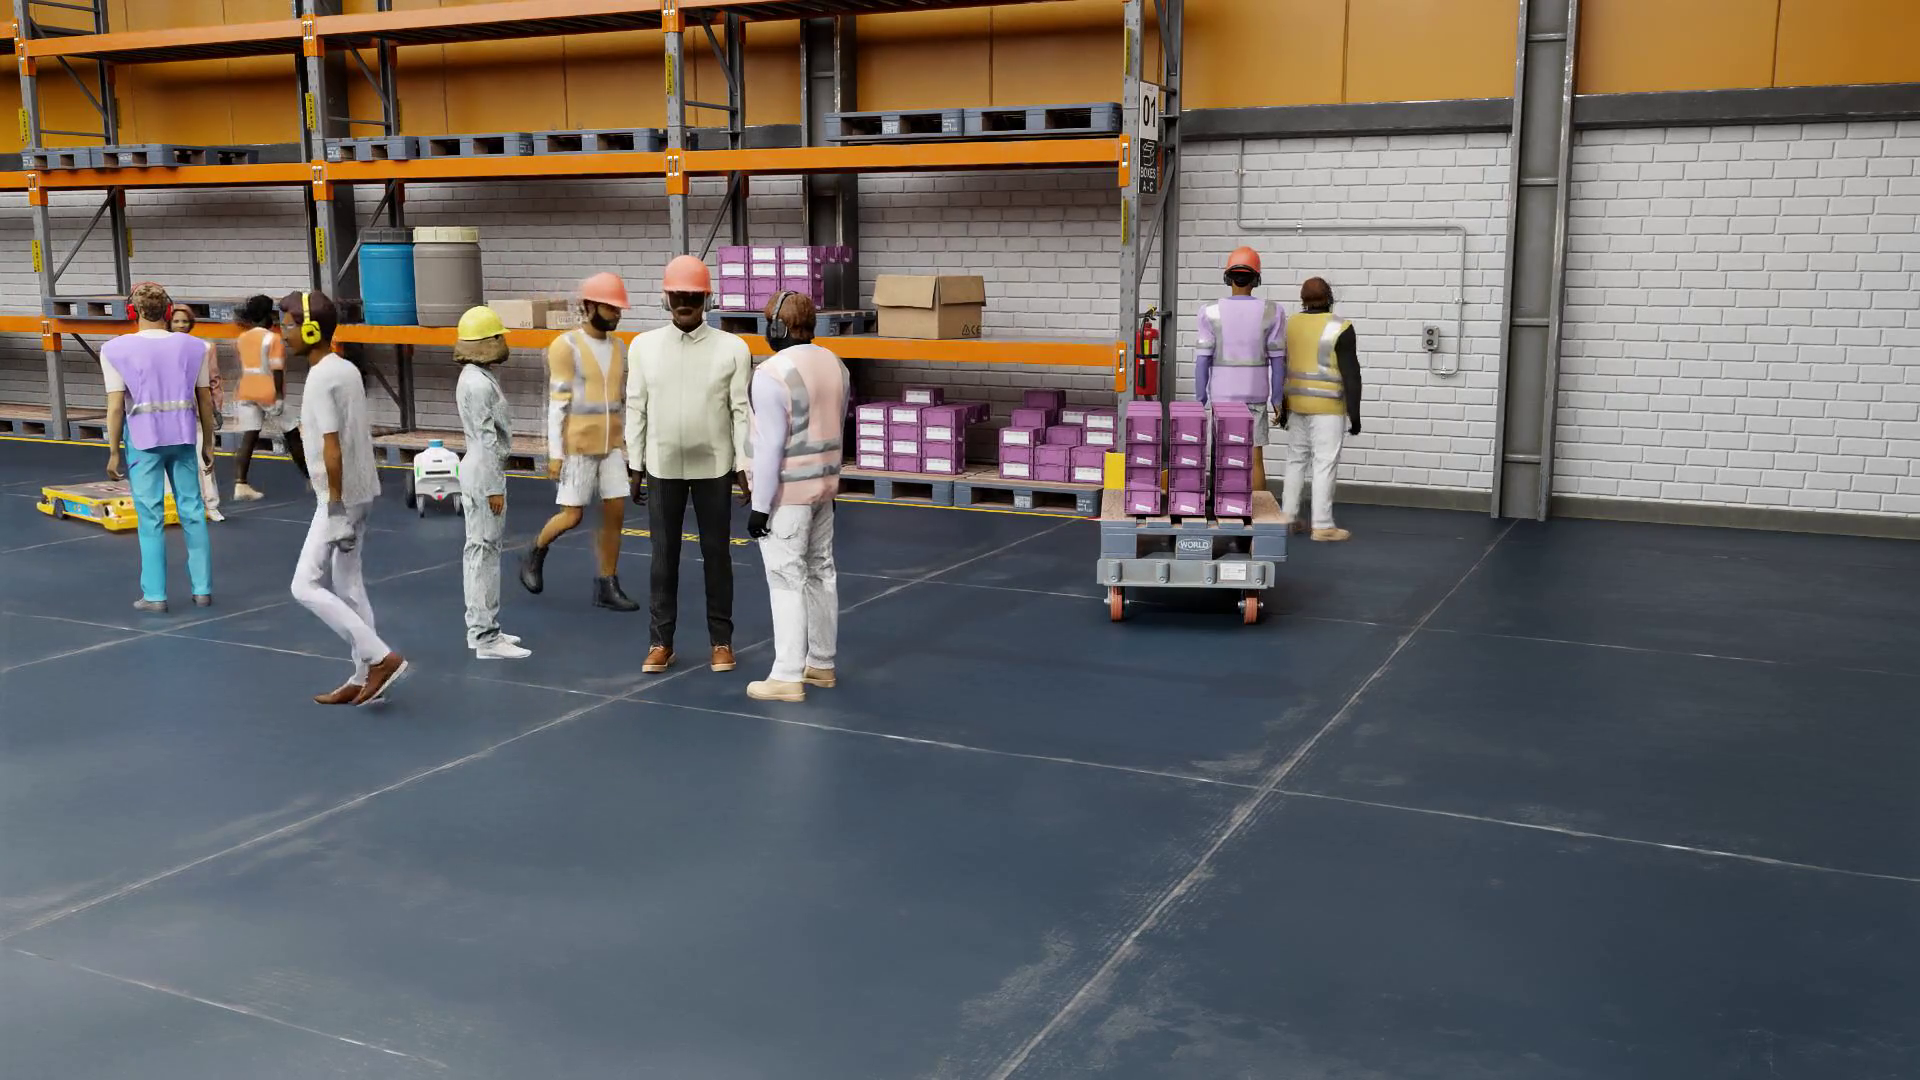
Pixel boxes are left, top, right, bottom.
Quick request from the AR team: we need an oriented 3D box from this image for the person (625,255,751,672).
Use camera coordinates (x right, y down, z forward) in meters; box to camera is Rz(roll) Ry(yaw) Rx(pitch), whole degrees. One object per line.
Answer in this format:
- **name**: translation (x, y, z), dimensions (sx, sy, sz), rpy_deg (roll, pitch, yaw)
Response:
- **person**: translation (-1.294, -0.355, 7.968), dimensions (0.610, 1.997, 0.376), rpy_deg (-1, 10, -3)

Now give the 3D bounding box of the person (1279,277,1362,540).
- **person**: translation (2.487, -0.901, 11.595), dimensions (0.430, 1.830, 0.672), rpy_deg (-9, 13, -41)

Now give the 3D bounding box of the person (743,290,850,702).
- **person**: translation (-0.757, -0.198, 7.515), dimensions (0.429, 1.843, 0.633), rpy_deg (5, 11, 28)

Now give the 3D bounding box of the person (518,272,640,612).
- **person**: translation (-2.145, -0.548, 9.362), dimensions (0.751, 1.905, 0.577), rpy_deg (8, 13, 39)

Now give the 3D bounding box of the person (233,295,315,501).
- **person**: translation (-5.642, -1.166, 13.569), dimensions (0.533, 1.646, 0.851), rpy_deg (4, 11, 23)

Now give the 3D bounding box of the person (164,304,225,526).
- **person**: translation (-5.713, -0.923, 12.278), dimensions (0.513, 1.630, 0.318), rpy_deg (-7, 12, -34)

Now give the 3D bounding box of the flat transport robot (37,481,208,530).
- **flat transport robot**: translation (-6.306, -0.281, 12.484), dimensions (1.431, 0.197, 0.652), rpy_deg (8, 13, 40)

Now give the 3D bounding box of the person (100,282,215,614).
- **person**: translation (-4.453, -0.510, 9.287), dimensions (0.575, 1.843, 0.375), rpy_deg (-10, 14, -44)

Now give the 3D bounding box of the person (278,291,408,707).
- **person**: translation (-2.728, -0.158, 7.271), dimensions (0.406, 1.848, 0.546), rpy_deg (0, 10, -1)

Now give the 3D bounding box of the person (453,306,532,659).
- **person**: translation (-2.344, -0.284, 8.284), dimensions (0.287, 1.746, 0.487), rpy_deg (-4, 11, -23)

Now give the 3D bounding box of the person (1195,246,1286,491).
- **person**: translation (1.931, -0.998, 11.520), dimensions (0.616, 2.041, 0.379), rpy_deg (1, 10, 6)

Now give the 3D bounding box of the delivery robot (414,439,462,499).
- **delivery robot**: translation (-4.043, -0.536, 12.864), dimensions (0.477, 0.478, 0.707), rpy_deg (-3, 10, -18)
